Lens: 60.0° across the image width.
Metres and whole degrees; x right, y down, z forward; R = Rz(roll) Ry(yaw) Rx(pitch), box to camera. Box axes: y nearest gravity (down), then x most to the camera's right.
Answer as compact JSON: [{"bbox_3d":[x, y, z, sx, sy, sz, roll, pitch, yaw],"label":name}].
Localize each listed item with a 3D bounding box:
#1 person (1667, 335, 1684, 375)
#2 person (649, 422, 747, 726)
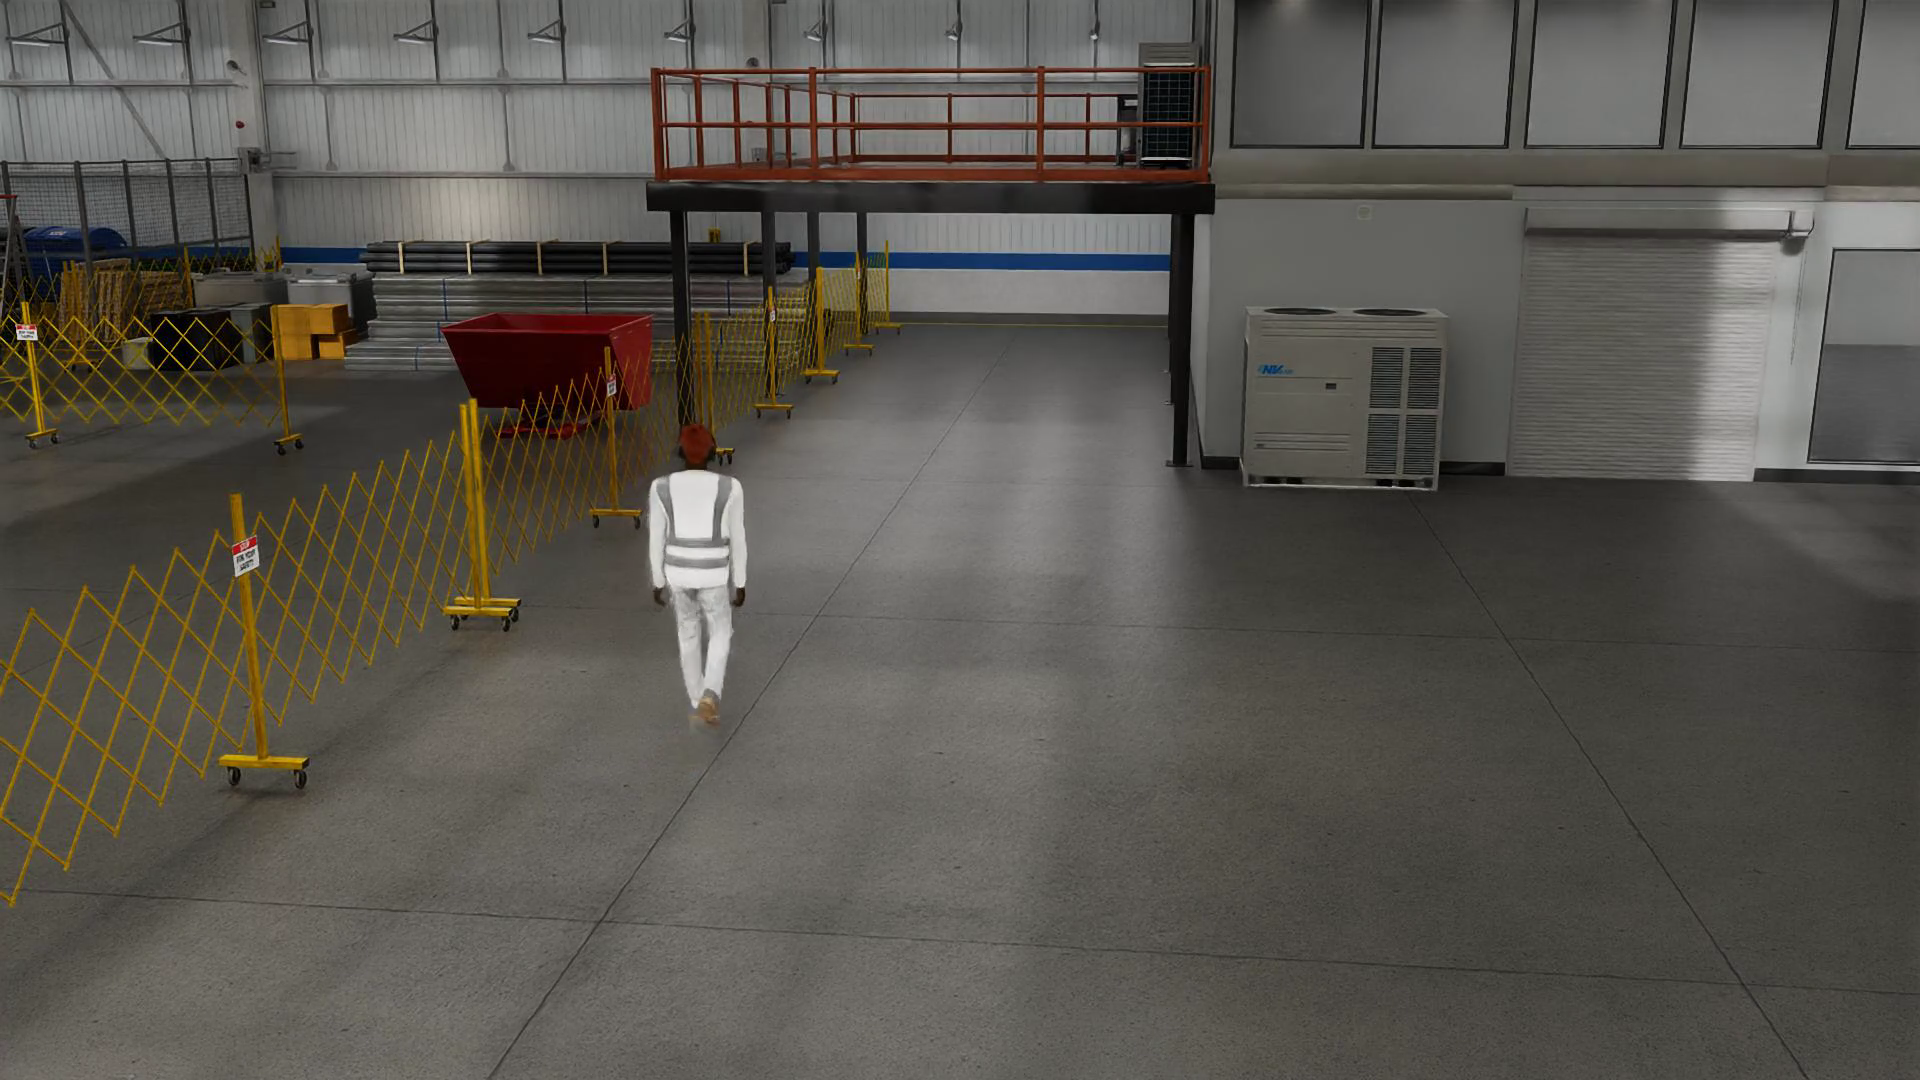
[{"bbox_3d":[8.877,-2.378,20.538,0.508,1.892,0.671,-4,14,-16],"label":"person"},{"bbox_3d":[-1.575,0.231,9.977,0.582,1.869,0.587,0,14,2],"label":"person"}]
